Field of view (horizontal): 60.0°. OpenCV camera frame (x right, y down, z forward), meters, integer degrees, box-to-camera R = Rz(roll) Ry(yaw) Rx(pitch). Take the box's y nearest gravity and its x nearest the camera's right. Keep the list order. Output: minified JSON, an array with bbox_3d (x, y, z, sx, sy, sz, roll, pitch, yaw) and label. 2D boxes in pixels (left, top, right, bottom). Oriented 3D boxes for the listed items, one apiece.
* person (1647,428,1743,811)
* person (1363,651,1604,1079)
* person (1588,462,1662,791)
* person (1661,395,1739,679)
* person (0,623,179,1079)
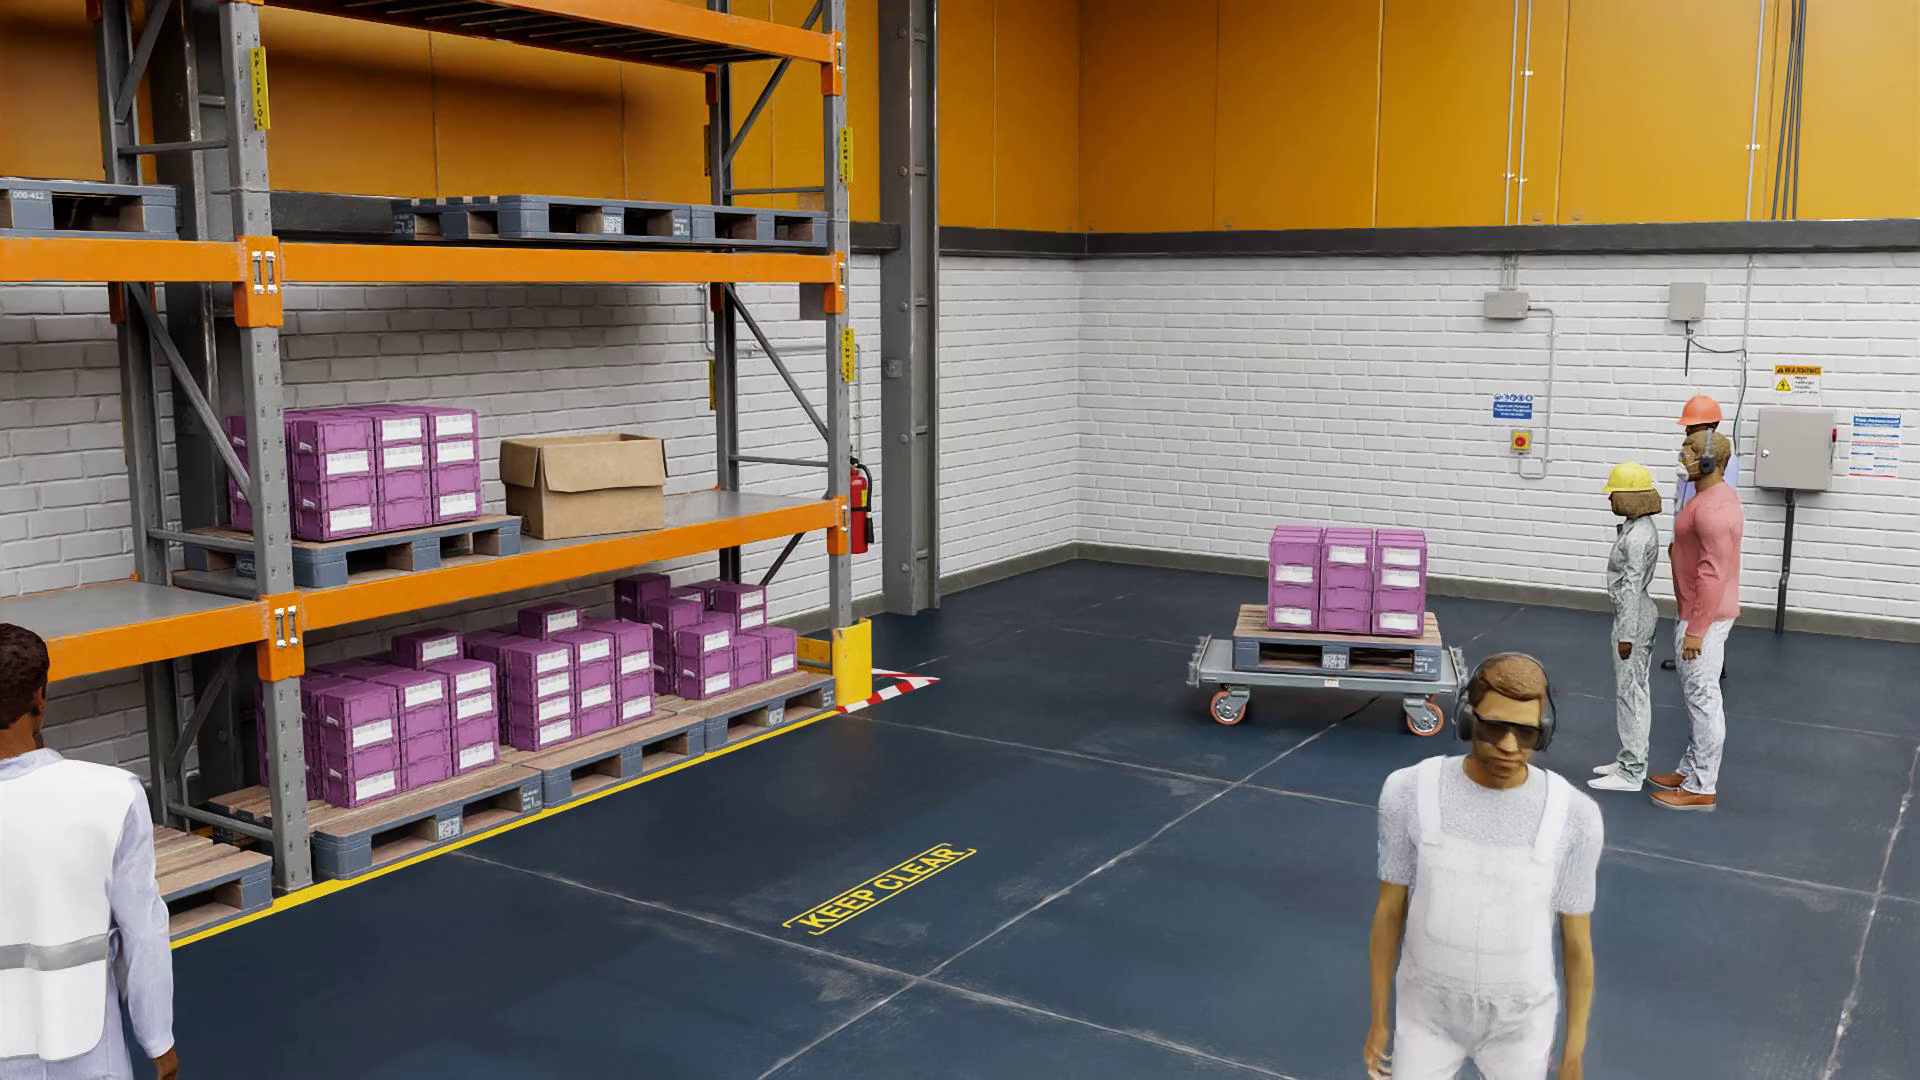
[{"bbox_3d":[3.747,0.402,8.437,0.372,1.940,0.630,4,9,22],"label":"person"},{"bbox_3d":[1.223,1.146,3.938,0.506,1.833,0.348,3,9,19],"label":"person"},{"bbox_3d":[3.507,0.453,8.772,0.320,1.737,0.483,4,10,24],"label":"person"},{"bbox_3d":[4.976,-0.015,11.221,0.414,1.925,0.557,-1,9,-8],"label":"person"},{"bbox_3d":[-2.079,1.138,3.735,0.588,1.914,0.390,-3,9,-16],"label":"person"}]
